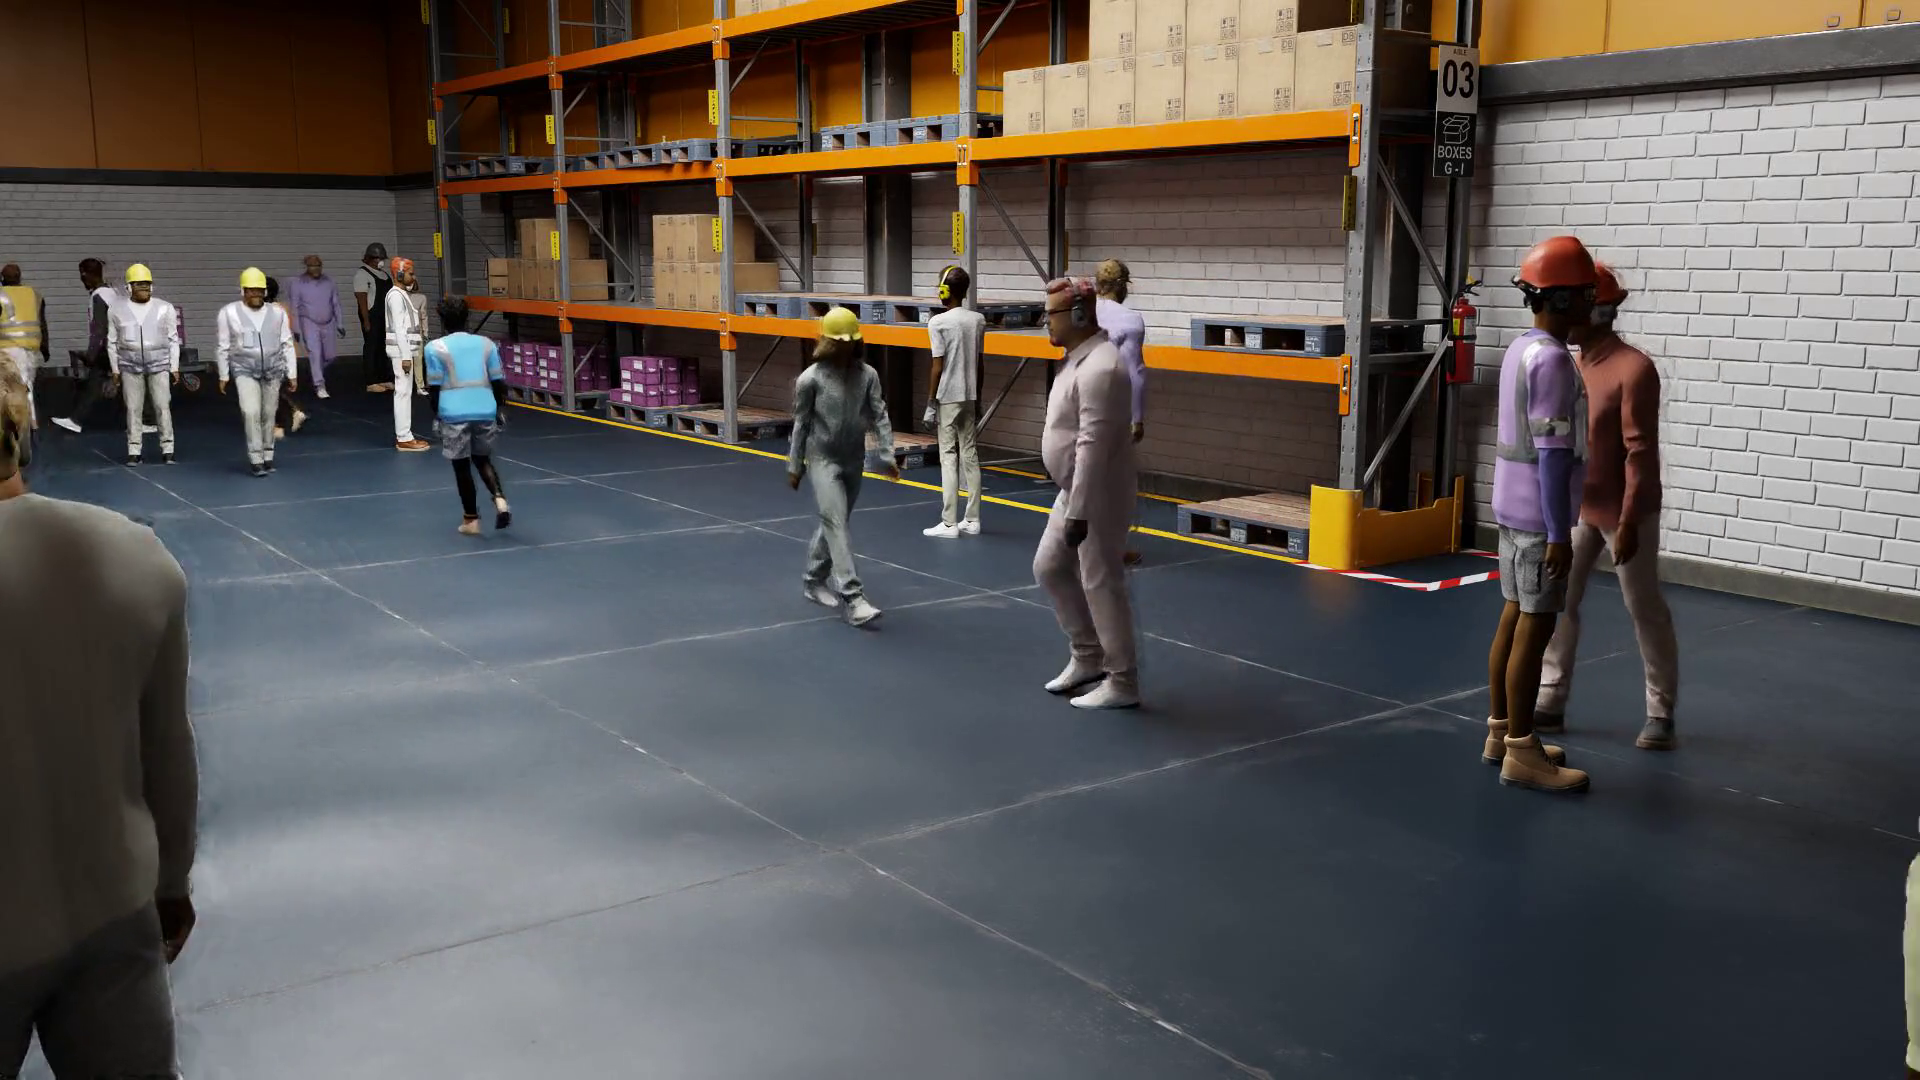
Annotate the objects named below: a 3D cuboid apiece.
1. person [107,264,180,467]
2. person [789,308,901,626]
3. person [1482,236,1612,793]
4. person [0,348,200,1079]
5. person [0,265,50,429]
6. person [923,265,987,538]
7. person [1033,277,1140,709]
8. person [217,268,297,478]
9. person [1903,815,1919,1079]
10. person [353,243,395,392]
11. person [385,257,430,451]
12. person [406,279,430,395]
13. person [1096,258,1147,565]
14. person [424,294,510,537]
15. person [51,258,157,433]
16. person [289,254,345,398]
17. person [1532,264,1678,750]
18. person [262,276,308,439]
[{"bbox_3d":[-7.420,-1.584,15.139,0.591,1.836,0.403,-4,11,-23],"label":"person"},{"bbox_3d":[-0.643,-0.406,8.971,0.494,1.681,0.956,-8,13,-38],"label":"person"},{"bbox_3d":[2.182,-0.095,6.206,0.369,2.048,0.607,1,10,6],"label":"person"},{"bbox_3d":[-1.423,0.618,2.630,0.971,1.910,0.645,5,11,28],"label":"person"},{"bbox_3d":[-10.418,-2.115,18.294,0.877,1.784,0.683,5,11,25],"label":"person"},{"bbox_3d":[-0.041,-0.947,11.468,0.513,1.875,0.328,-10,14,-43],"label":"person"},{"bbox_3d":[0.546,-0.193,7.226,0.549,1.879,0.724,-1,10,-4],"label":"person"},{"bbox_3d":[-6.084,-1.452,14.481,0.625,1.799,0.786,-8,13,-36],"label":"person"},{"bbox_3d":[1.672,0.697,2.418,0.599,1.812,0.606,0,10,1],"label":"person"},{"bbox_3d":[-7.948,-3.057,22.812,0.536,2.000,0.677,2,10,12],"label":"person"},{"bbox_3d":[-5.433,-1.812,16.278,0.355,1.885,0.575,-4,11,-19],"label":"person"},{"bbox_3d":[-7.314,-2.732,22.135,0.500,1.633,0.282,-7,12,-35],"label":"person"},{"bbox_3d":[0.921,-0.799,10.478,0.360,1.932,0.629,-9,14,-41],"label":"person"},{"bbox_3d":[-3.406,-0.849,11.468,0.534,1.679,0.408,-10,14,-43],"label":"person"},{"bbox_3d":[-9.097,-2.034,17.592,1.032,1.855,0.608,-4,11,-22],"label":"person"},{"bbox_3d":[-8.508,-2.826,21.963,0.659,1.880,0.749,-10,14,-44],"label":"person"},{"bbox_3d":[2.613,-0.125,6.706,0.714,1.949,0.626,-3,10,-15],"label":"person"},{"bbox_3d":[-7.080,-1.878,17.180,0.395,1.684,0.552,0,10,1],"label":"person"}]
